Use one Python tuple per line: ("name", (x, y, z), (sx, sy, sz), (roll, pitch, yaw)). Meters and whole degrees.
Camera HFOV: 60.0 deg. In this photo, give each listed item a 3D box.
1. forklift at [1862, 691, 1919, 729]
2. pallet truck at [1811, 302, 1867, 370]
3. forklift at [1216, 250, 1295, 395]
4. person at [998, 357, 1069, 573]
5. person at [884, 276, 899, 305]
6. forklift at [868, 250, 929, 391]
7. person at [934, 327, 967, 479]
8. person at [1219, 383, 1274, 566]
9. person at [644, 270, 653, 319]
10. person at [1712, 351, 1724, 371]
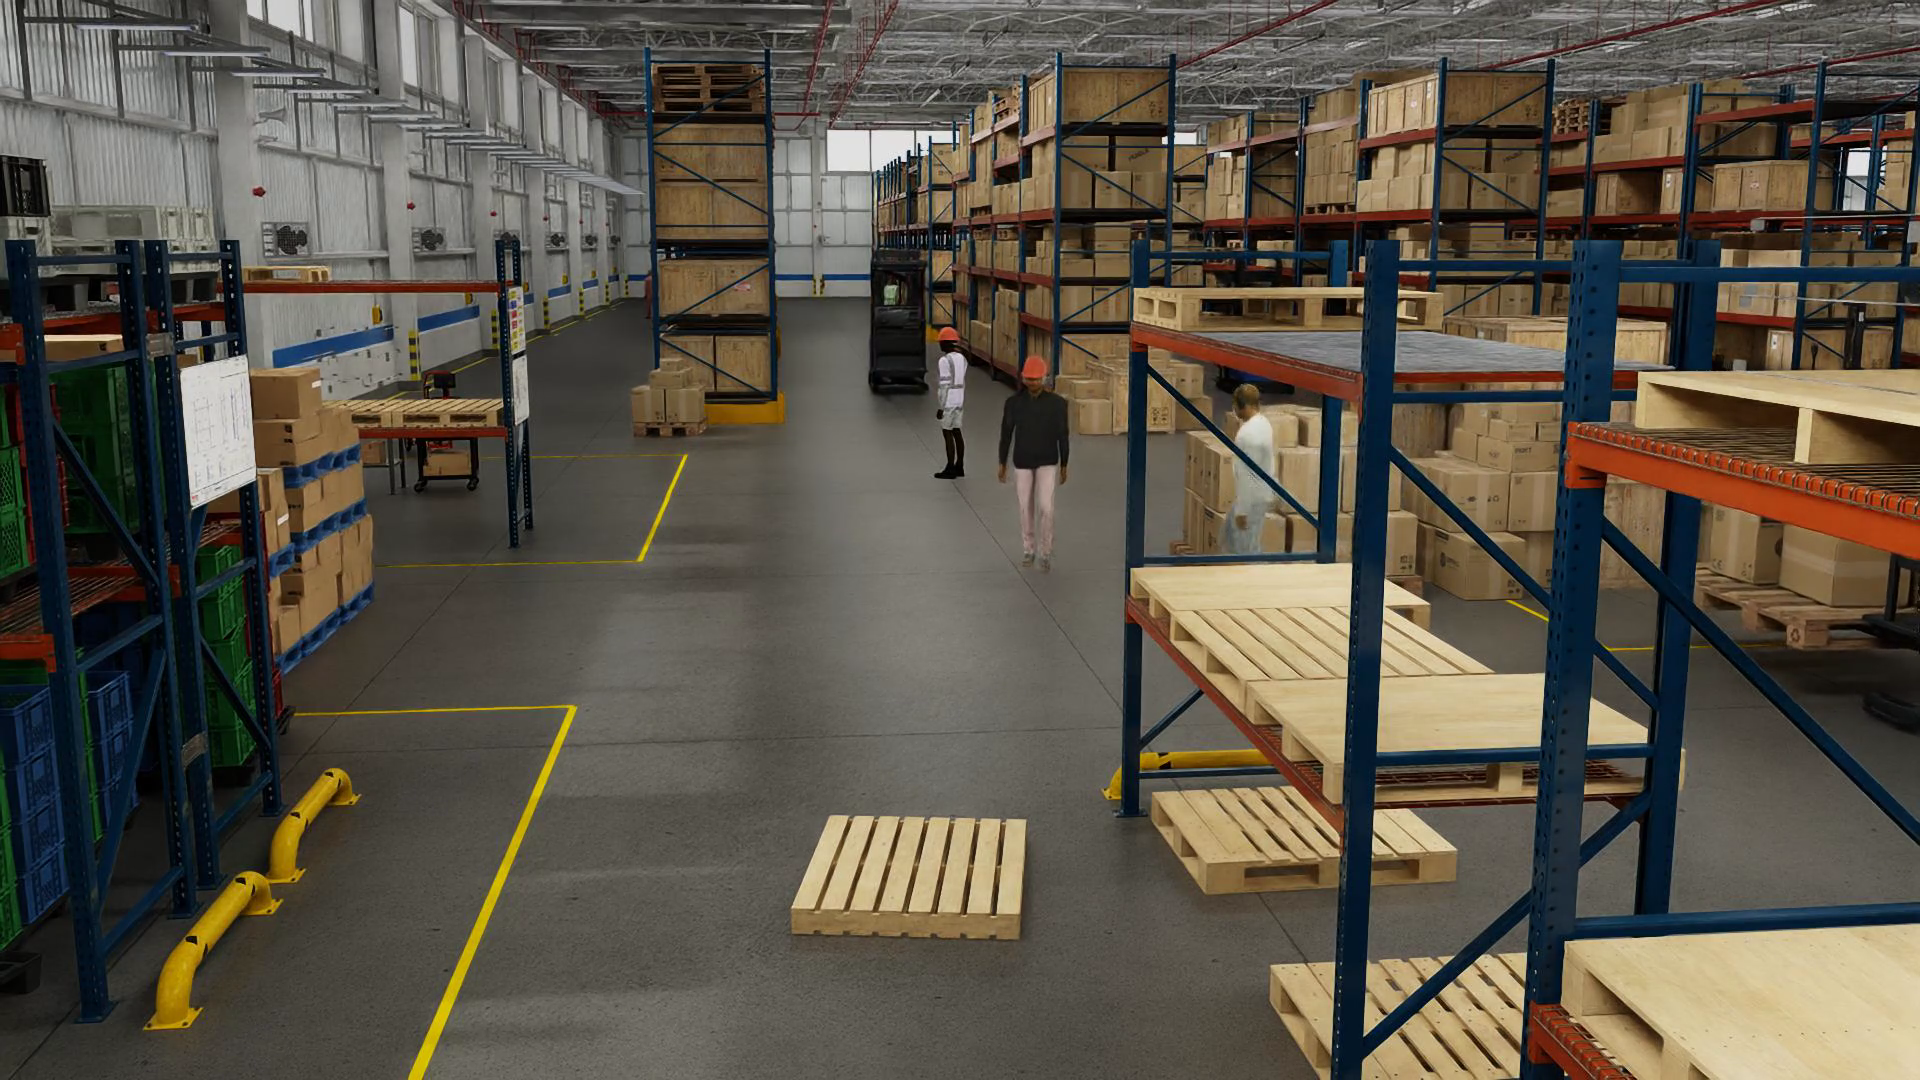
("forklift", (6.434, -0.112, 9.555), (1.129, 2.768, 1.873), (-1, 10, -6))
("pallet truck", (15.846, -3.142, 28.793), (1.885, 1.965, 0.823), (2, 10, 12))
("forklift", (5.878, -4.308, 32.803), (1.129, 2.768, 1.873), (-1, 10, -6))
("person", (0.656, -0.686, 15.260), (0.637, 1.970, 0.776), (2, 11, 13))
("person", (-2.294, -7.752, 54.778), (0.563, 1.838, 0.388), (0, 10, 3))
("forklift", (-1.286, -4.480, 33.755), (1.129, 2.768, 1.873), (-1, 10, -6))
("person", (-0.145, -1.746, 21.228), (0.368, 1.933, 0.553), (6, 12, 30))
("person", (2.260, -0.283, 13.192), (0.458, 1.910, 0.672), (3, 11, 16))
("person", (-11.974, -9.527, 64.464), (0.400, 1.896, 0.649), (9, 13, 40))
("person", (8.323, -1.191, 18.460), (0.609, 1.823, 0.637), (-5, 11, -27))
